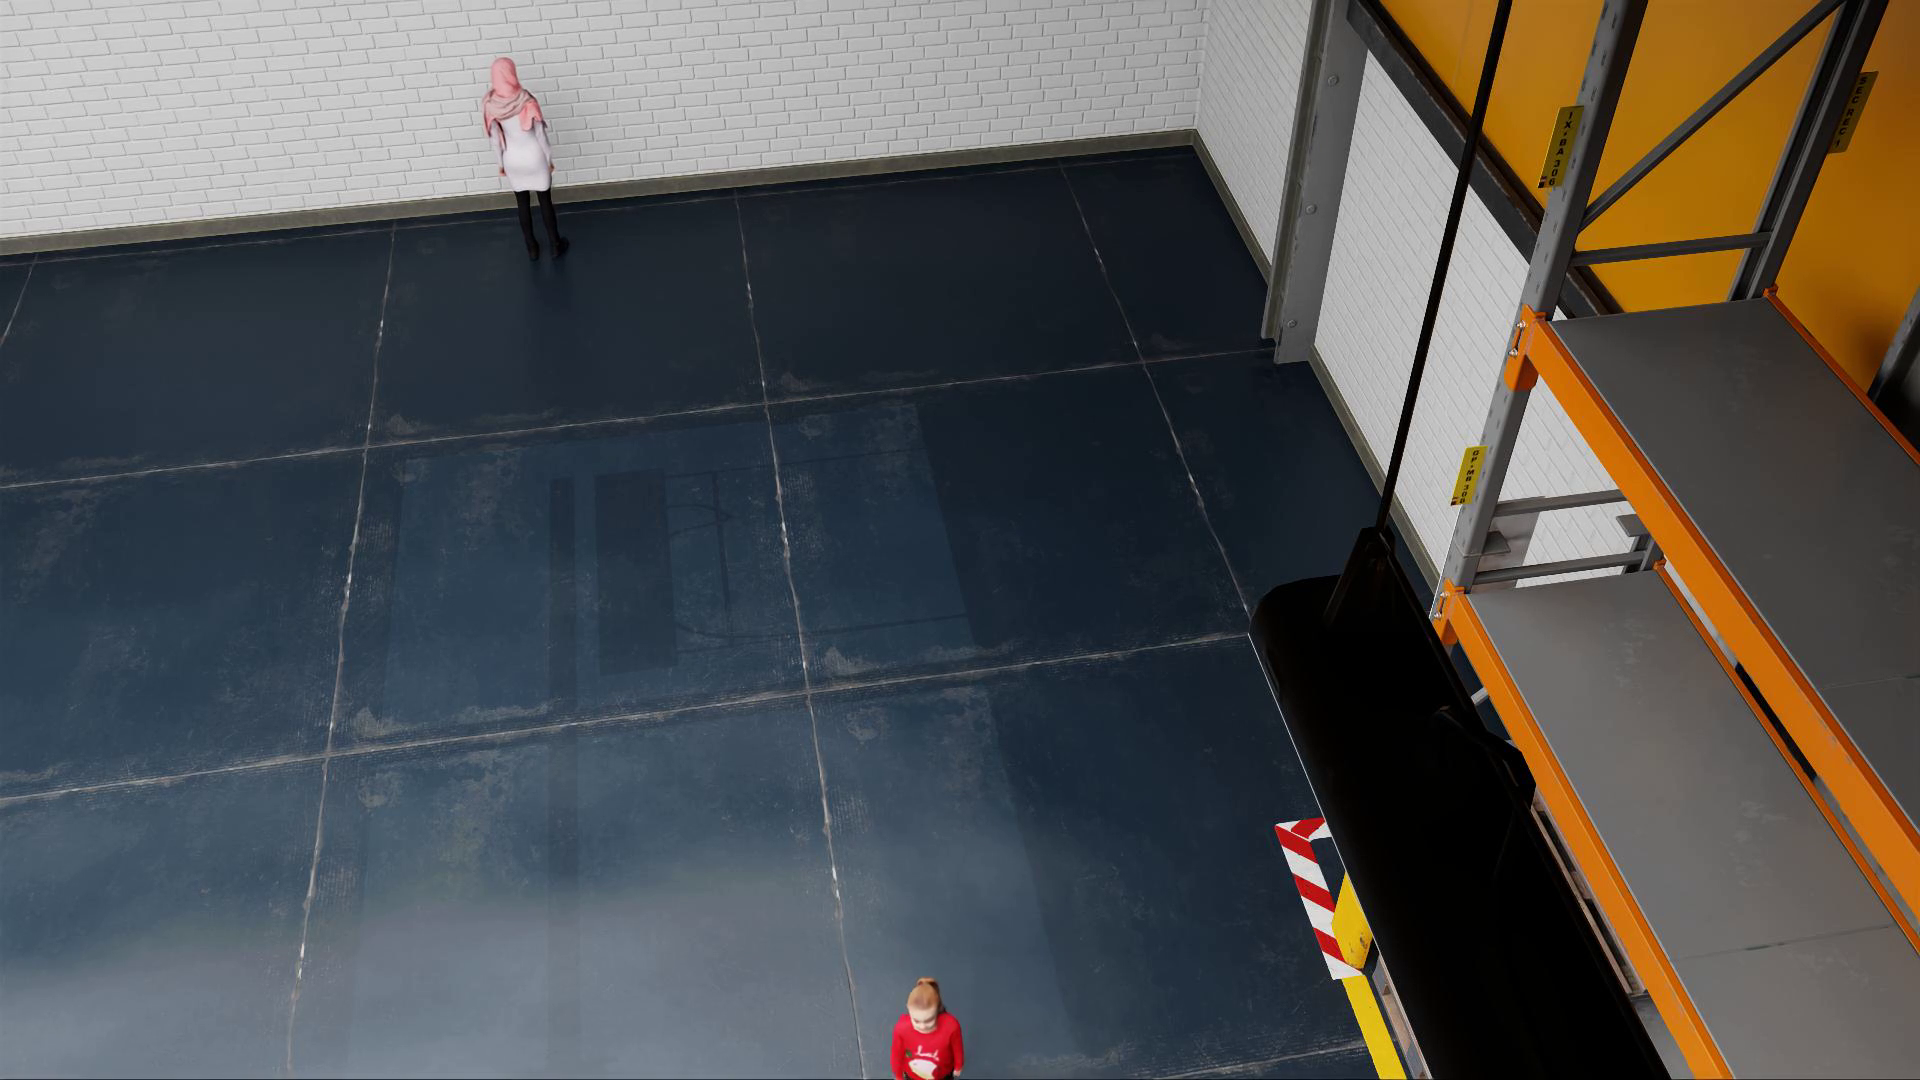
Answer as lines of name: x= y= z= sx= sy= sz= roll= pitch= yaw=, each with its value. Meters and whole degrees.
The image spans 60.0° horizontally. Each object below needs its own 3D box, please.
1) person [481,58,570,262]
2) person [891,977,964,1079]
person: x=-3.584 y=-3.122 z=13.706 sx=0.661 sy=1.803 sz=0.629 roll=-1 pitch=44 yaw=-1
person: x=-0.152 y=2.529 z=8.158 sx=0.534 sy=1.274 sz=0.572 roll=-1 pitch=44 yaw=-1
